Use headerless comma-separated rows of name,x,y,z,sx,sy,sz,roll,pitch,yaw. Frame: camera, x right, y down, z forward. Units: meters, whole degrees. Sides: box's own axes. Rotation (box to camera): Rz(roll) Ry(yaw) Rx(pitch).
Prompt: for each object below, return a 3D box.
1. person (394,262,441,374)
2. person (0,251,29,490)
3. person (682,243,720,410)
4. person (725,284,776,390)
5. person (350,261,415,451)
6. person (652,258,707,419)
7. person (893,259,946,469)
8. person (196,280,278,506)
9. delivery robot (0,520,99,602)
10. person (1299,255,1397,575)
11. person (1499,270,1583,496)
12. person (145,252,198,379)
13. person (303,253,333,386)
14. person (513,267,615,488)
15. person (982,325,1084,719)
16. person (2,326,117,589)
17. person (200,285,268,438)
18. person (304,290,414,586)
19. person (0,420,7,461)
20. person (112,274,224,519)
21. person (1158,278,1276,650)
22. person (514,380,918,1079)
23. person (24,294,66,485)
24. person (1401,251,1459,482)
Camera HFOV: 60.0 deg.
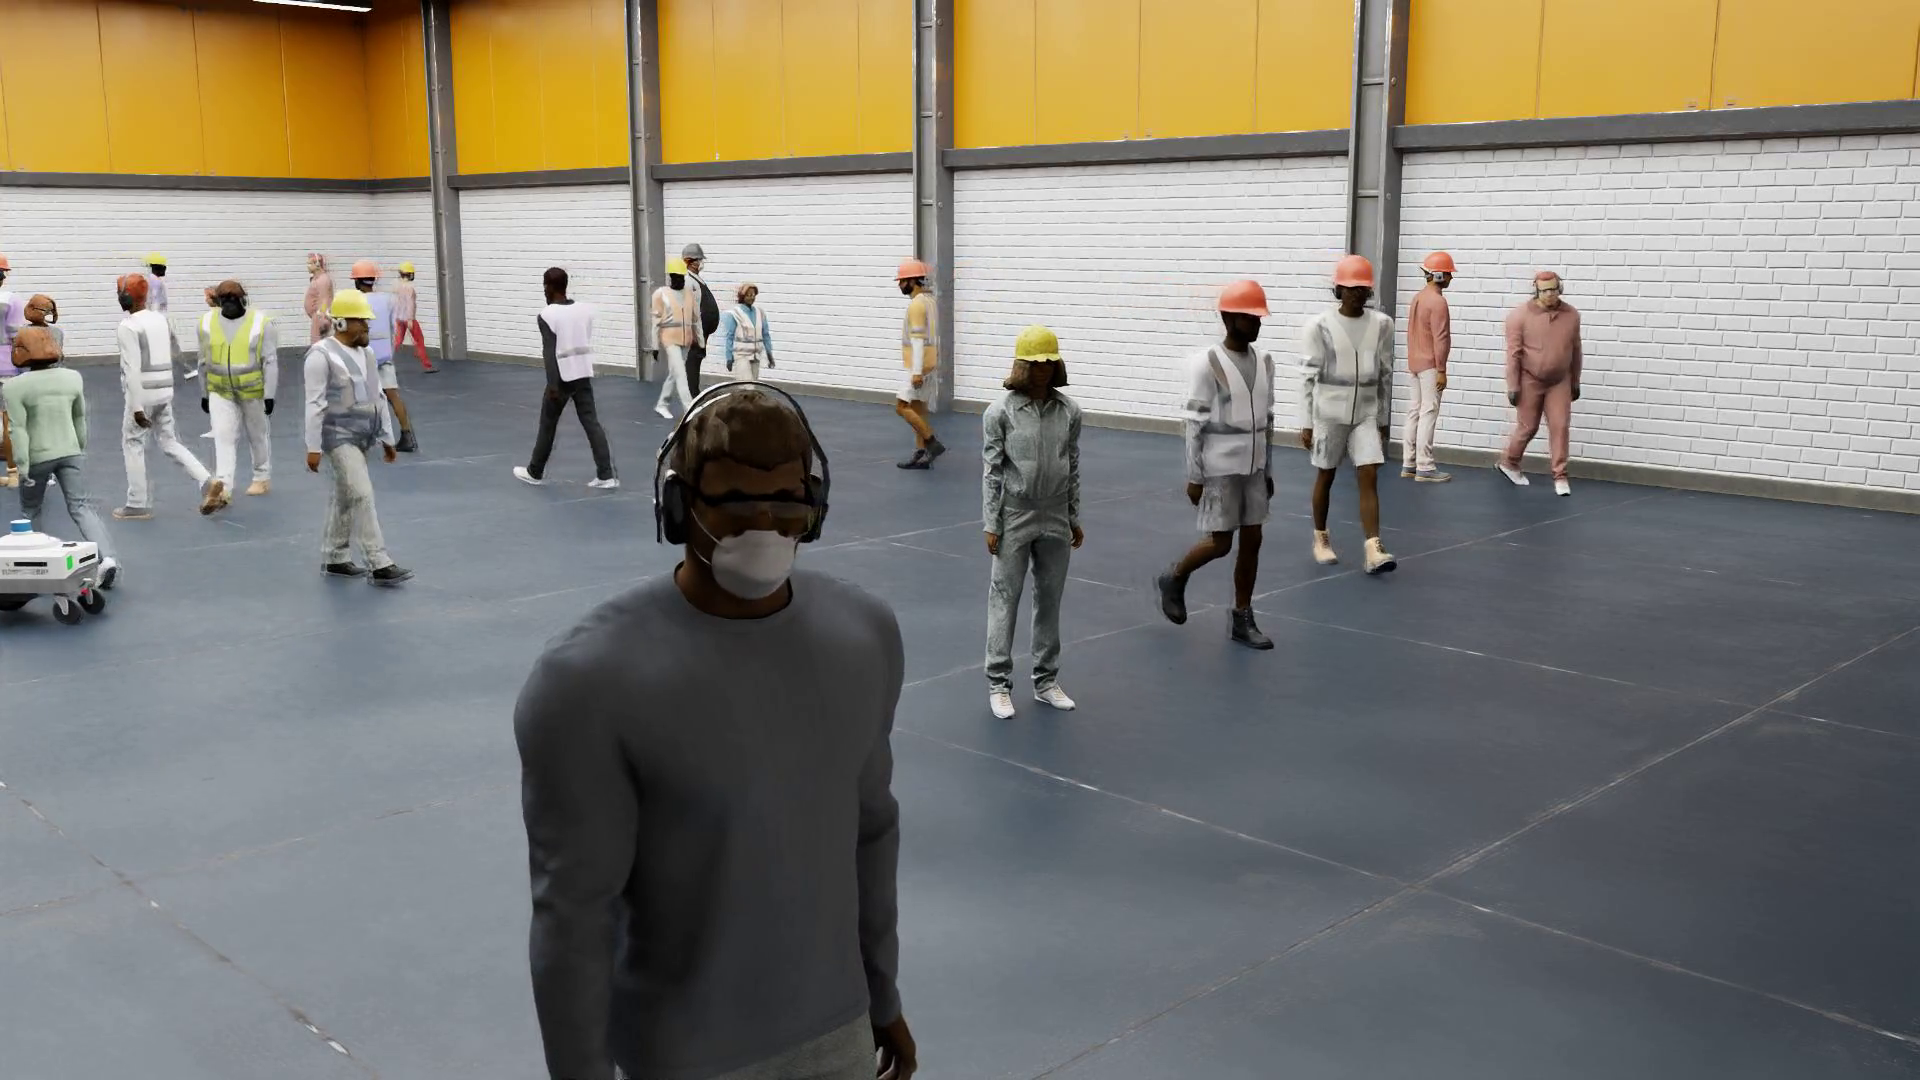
person,-8.513,-3.400,25.558,0.898,1.722,0.536,-10,14,-42
person,-8.090,-1.433,13.991,0.609,2.034,0.411,1,10,8
person,-3.204,-2.600,20.322,0.538,2.000,0.684,0,10,-1
person,-2.204,-1.925,17.808,0.707,1.613,0.520,8,13,39
person,-5.803,-1.815,16.486,1.007,1.888,0.568,7,12,33
person,-3.246,-2.291,19.101,1.010,1.879,0.604,10,14,43
person,-0.408,-1.583,15.099,0.413,1.917,0.578,1,10,5
person,-5.780,-1.185,13.321,0.633,1.780,1.004,-2,11,-10
delivery robot,-5.186,0.131,9.226,0.707,0.478,0.477,0,10,-1
person,2.467,-0.773,10.469,0.649,1.995,1.009,-1,10,-7
person,4.861,-1.327,13.885,0.700,1.860,0.802,0,10,0
person,-11.735,-3.274,24.445,0.978,1.870,0.610,-7,13,-35
person,-9.005,-3.117,23.555,0.605,1.886,0.655,-4,11,-19
person,-3.347,-1.366,14.095,1.022,1.862,0.611,7,12,33
person,0.335,-0.080,7.391,0.492,1.742,0.318,-5,11,-25
person,-5.446,-0.490,10.015,0.791,1.601,0.499,7,13,34
person,-7.728,-1.884,17.570,0.589,1.619,0.519,-3,11,-14
person,-3.637,-0.618,10.186,0.831,1.794,0.607,2,11,13
person,-9.417,-1.652,15.588,1.020,1.896,0.644,0,10,2
person,-6.007,-1.062,12.454,0.804,1.857,0.581,2,11,12
person,1.368,-0.399,8.673,0.550,1.922,0.620,-7,13,-34
person,-0.322,0.732,2.433,0.633,1.936,0.355,-10,14,-42
person,-7.856,-1.293,14.306,0.289,1.633,0.497,2,11,12
person,4.108,-1.511,14.506,0.397,1.992,0.623,-1,10,-7
